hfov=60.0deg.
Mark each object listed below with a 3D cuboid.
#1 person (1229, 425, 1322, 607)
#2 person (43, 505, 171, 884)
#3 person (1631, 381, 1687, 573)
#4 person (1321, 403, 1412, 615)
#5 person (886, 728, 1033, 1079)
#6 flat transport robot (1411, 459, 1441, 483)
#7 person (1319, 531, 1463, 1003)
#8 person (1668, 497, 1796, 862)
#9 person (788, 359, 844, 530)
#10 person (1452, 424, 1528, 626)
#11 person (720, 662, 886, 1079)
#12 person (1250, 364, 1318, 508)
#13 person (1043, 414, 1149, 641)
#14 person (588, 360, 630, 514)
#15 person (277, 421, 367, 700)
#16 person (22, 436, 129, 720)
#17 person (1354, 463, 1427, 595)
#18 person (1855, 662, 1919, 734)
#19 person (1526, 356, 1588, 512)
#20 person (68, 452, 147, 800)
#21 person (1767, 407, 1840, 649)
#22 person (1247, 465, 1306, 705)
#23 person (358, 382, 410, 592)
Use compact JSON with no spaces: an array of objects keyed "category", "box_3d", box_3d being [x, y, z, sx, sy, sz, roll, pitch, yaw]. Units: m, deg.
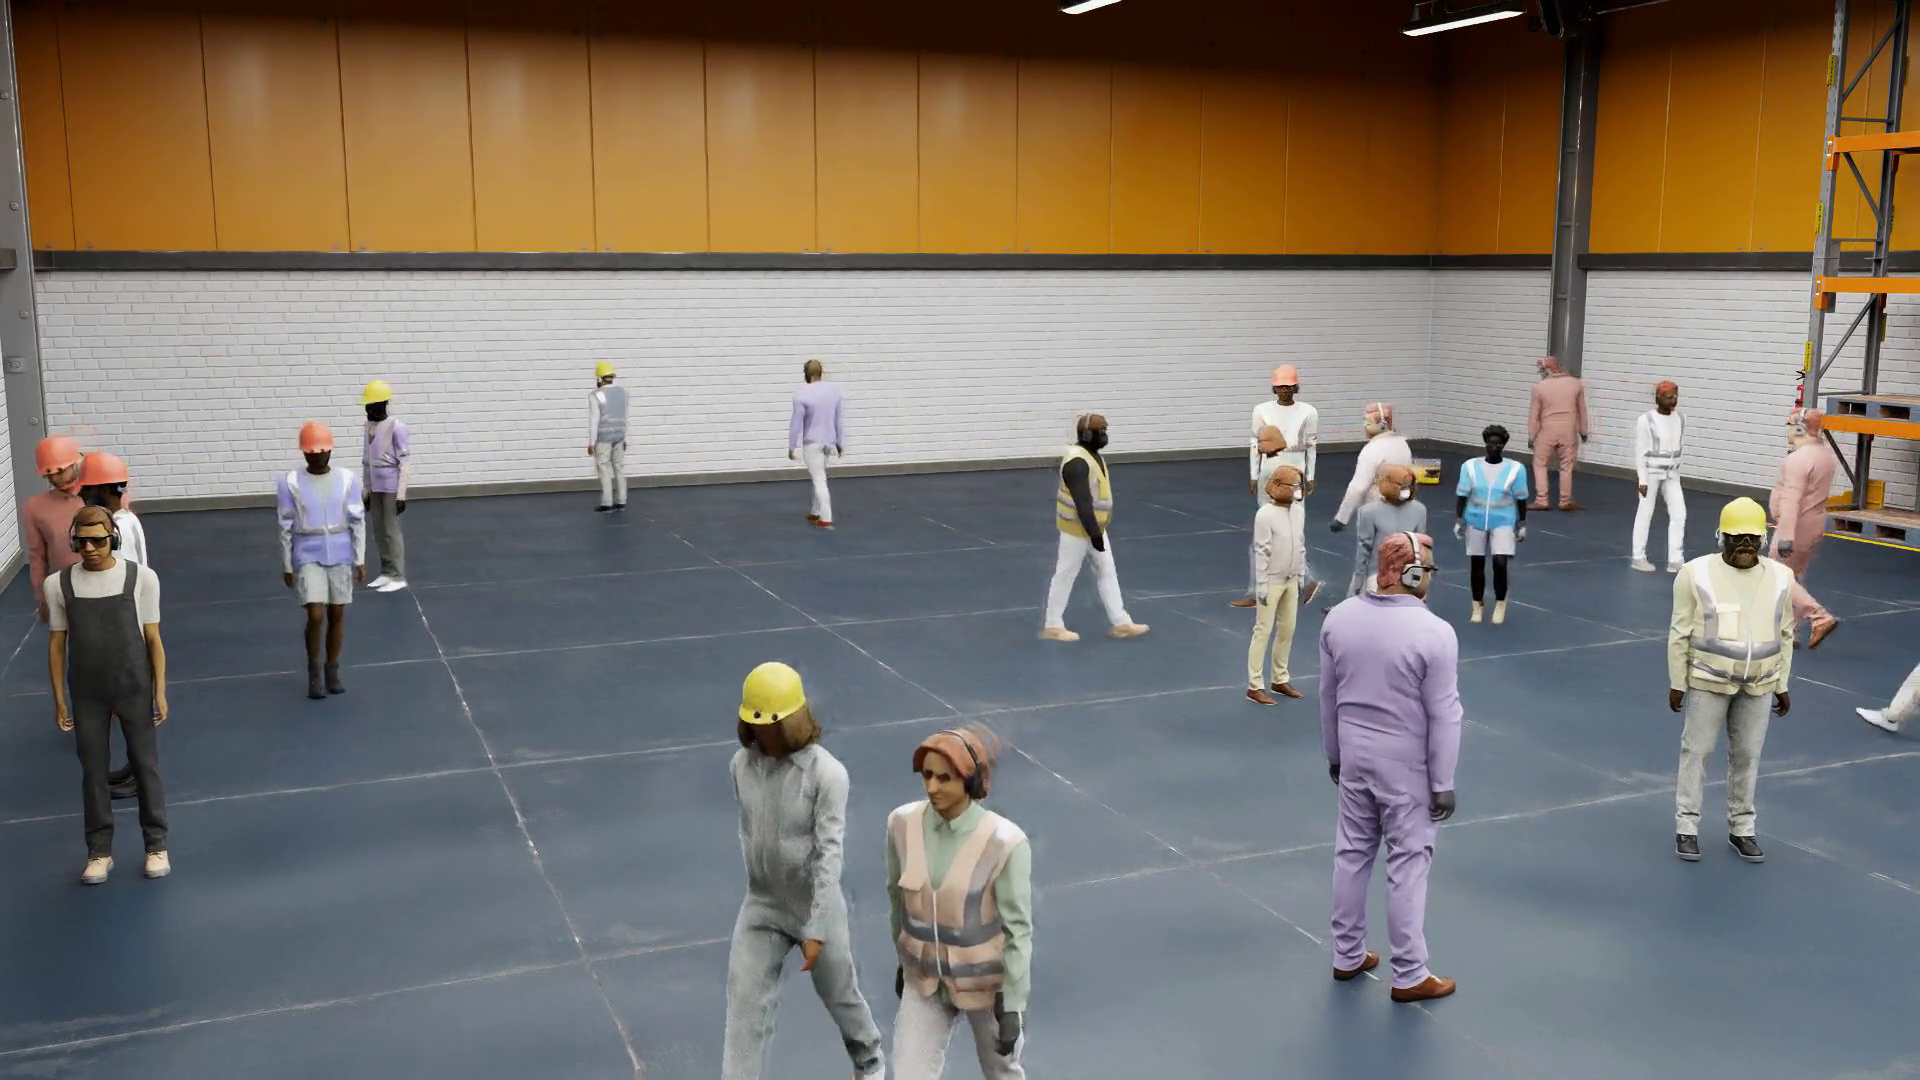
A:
[{"category":"person","box_3d":[2.747,-0.198,14.366,0.732,1.605,0.502,1,9,9]},{"category":"person","box_3d":[-4.088,0.737,7.997,0.505,1.841,0.334,-3,10,-20]},{"category":"person","box_3d":[6.775,-0.582,15.922,0.597,1.851,0.792,-3,10,-17]},{"category":"person","box_3d":[3.246,-0.176,13.419,0.798,1.866,0.660,7,12,37]},{"category":"person","box_3d":[-0.005,1.345,5.032,0.534,1.589,0.857,5,11,29]},{"category":"flat transport robot","box_3d":[6.329,-0.974,23.093,0.652,0.197,1.431,3,10,17]},{"category":"person","box_3d":[1.764,0.908,6.767,0.399,1.902,0.642,-7,12,-37]},{"category":"person","box_3d":[3.832,0.694,8.266,0.600,1.831,0.404,1,9,5]},{"category":"person","box_3d":[-1.675,-1.087,18.821,0.655,1.904,0.817,-9,13,-42]},{"category":"person","box_3d":[4.337,-0.115,13.629,0.560,1.680,0.475,5,10,26]},{"category":"person","box_3d":[-0.544,1.211,5.570,0.488,1.696,0.906,5,10,26]},{"category":"person","box_3d":[3.038,-0.628,15.642,0.615,2.040,0.391,1,9,9]},{"category":"person","box_3d":[1.066,-0.078,13.030,0.899,1.806,0.640,4,10,22]},{"category":"person","box_3d":[-4.221,-1.233,19.944,0.403,1.830,0.599,7,12,38]},{"category":"person","box_3d":[-4.338,0.143,11.389,0.542,1.912,0.595,-6,11,-32]},{"category":"person","box_3d":[-5.416,0.294,10.364,0.659,1.944,0.933,-3,10,-20]},{"category":"person","box_3d":[3.005,0.237,11.710,0.509,1.604,0.692,-2,10,-12]},{"category":"person","box_3d":[6.118,0.473,10.314,0.860,1.592,0.551,7,12,38]},{"category":"person","box_3d":[7.219,-1.275,20.098,0.741,1.875,0.395,0,9,1]},{"category":"person","box_3d":[-4.707,0.474,9.281,0.364,1.935,0.553,-5,10,-26]},{"category":"person","box_3d":[6.458,-0.073,12.743,0.547,1.886,0.660,9,13,44]},{"category":"person","box_3d":[2.174,0.298,11.305,0.506,1.628,0.276,-8,12,-39]},{"category":"person","box_3d":[-5.252,-0.476,15.160,0.616,1.919,0.432,7,12,37]}]
